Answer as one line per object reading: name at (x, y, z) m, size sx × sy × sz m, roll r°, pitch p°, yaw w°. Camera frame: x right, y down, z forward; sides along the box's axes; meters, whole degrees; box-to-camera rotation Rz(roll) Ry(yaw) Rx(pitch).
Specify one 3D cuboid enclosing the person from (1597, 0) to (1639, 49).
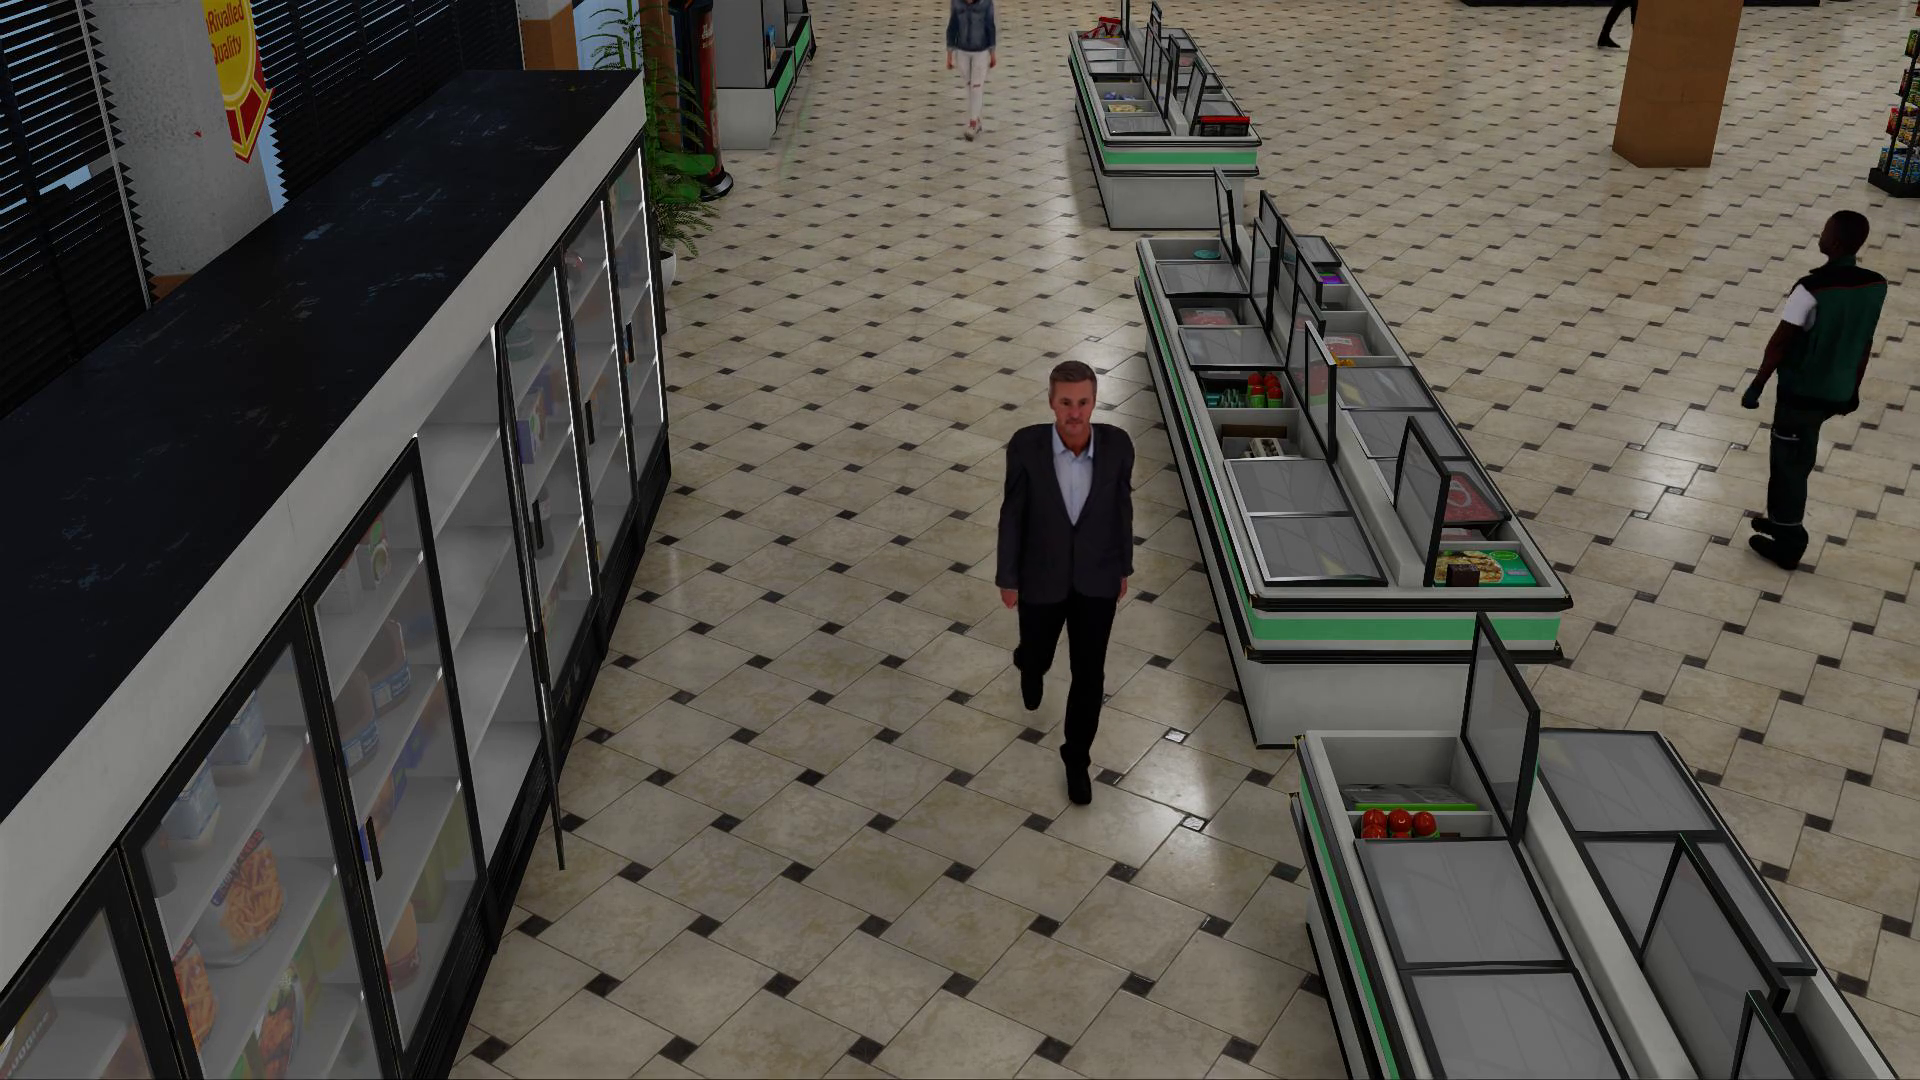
person at (8.320, -7.039, 20.739) m, size 1.167 × 1.843 × 1.246 m, roll -23°, pitch 35°, yaw -37°

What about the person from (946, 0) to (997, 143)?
person at (0.144, -4.864, 16.638) m, size 0.833 × 1.672 × 1.105 m, roll 8°, pitch 28°, yaw 15°

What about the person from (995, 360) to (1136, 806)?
person at (0.420, 0.117, 6.660) m, size 0.783 × 1.814 × 1.049 m, roll -3°, pitch 27°, yaw -5°

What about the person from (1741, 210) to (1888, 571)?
person at (4.286, -0.693, 8.250) m, size 0.814 × 1.820 × 0.834 m, roll -12°, pitch 29°, yaw -22°
